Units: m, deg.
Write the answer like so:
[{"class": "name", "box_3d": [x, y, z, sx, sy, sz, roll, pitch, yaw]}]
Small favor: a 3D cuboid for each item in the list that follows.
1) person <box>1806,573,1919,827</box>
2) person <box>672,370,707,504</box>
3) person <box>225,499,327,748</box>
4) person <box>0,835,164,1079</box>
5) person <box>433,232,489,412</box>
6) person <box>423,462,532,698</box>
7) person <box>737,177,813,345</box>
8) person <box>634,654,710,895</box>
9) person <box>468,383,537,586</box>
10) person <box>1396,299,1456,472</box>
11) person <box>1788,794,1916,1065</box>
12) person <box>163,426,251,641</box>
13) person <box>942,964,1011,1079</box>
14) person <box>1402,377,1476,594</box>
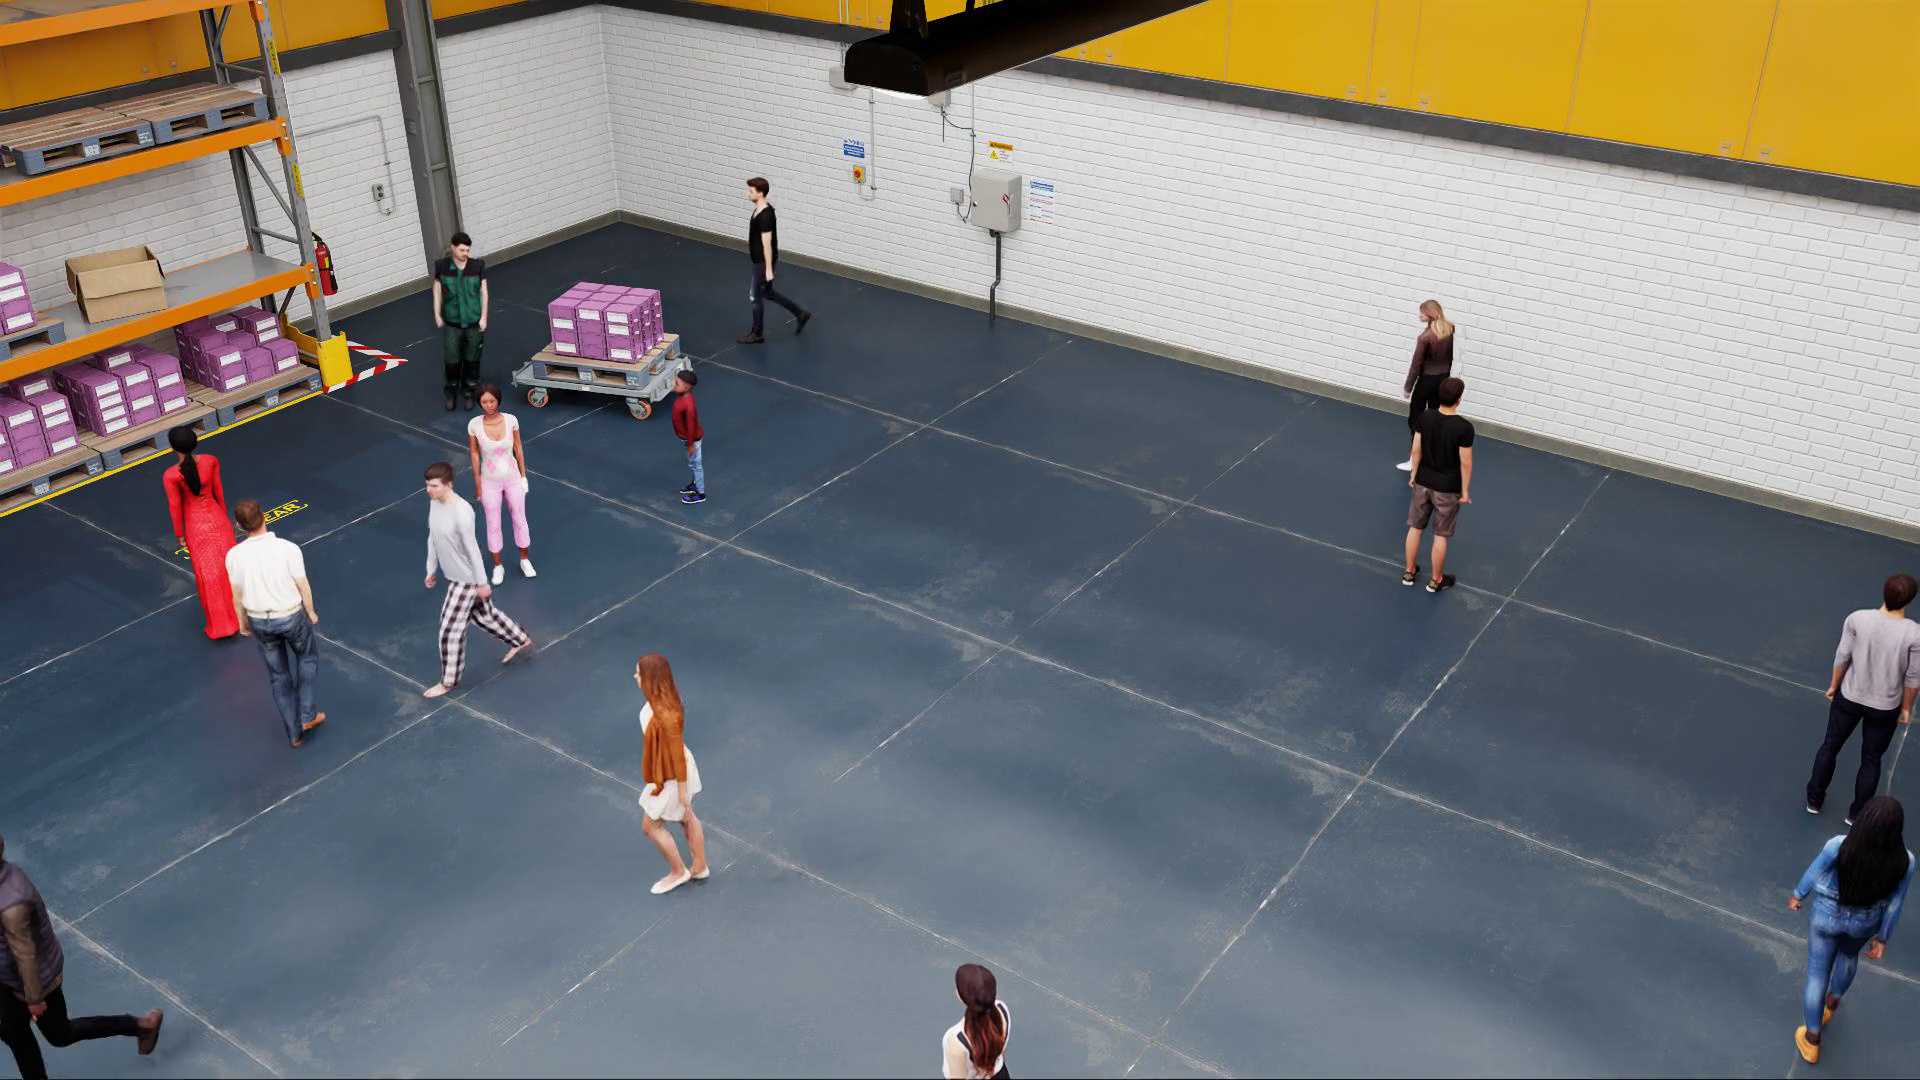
[{"class": "person", "box_3d": [5.901, 1.026, 10.805, 0.671, 1.843, 0.547, 21, 35, 34]}, {"class": "person", "box_3d": [-2.431, -0.959, 15.057, 0.631, 1.255, 0.579, -7, 29, -12]}, {"class": "person", "box_3d": [-4.754, 0.633, 11.545, 0.818, 1.823, 0.869, -2, 29, -4]}, {"class": "person", "box_3d": [-4.749, 2.218, 8.655, 1.177, 1.809, 0.834, -25, 38, -38]}, {"class": "person", "box_3d": [-4.985, -2.224, 16.740, 0.846, 1.865, 0.931, -4, 29, -8]}, {"class": "person", "box_3d": [-3.596, 0.233, 12.302, 1.215, 1.801, 0.843, -23, 36, -36]}, {"class": "person", "box_3d": [-2.054, -3.051, 18.247, 1.165, 1.874, 1.123, -4, 29, -8]}, {"class": "person", "box_3d": [-1.688, 1.425, 10.218, 0.800, 1.705, 0.741, -5, 29, -9]}, {"class": "person", "box_3d": [-3.770, -0.475, 13.662, 0.615, 1.741, 0.717, -11, 31, -20]}, {"class": "person", "box_3d": [4.426, -1.467, 15.541, 0.689, 1.684, 0.856, -7, 29, -13]}, {"class": "person", "box_3d": [4.757, 2.127, 8.939, 0.775, 1.697, 0.897, 7, 29, 12]}, {"class": "person", "box_3d": [-5.820, -0.059, 12.855, 0.690, 1.784, 0.567, 17, 33, 28]}, {"class": "person", "box_3d": [0.096, 2.689, 7.961, 0.613, 1.646, 0.480, 21, 35, 34]}, {"class": "person", "box_3d": [3.869, -0.457, 13.504, 0.692, 1.861, 0.599, 22, 35, 34]}]
